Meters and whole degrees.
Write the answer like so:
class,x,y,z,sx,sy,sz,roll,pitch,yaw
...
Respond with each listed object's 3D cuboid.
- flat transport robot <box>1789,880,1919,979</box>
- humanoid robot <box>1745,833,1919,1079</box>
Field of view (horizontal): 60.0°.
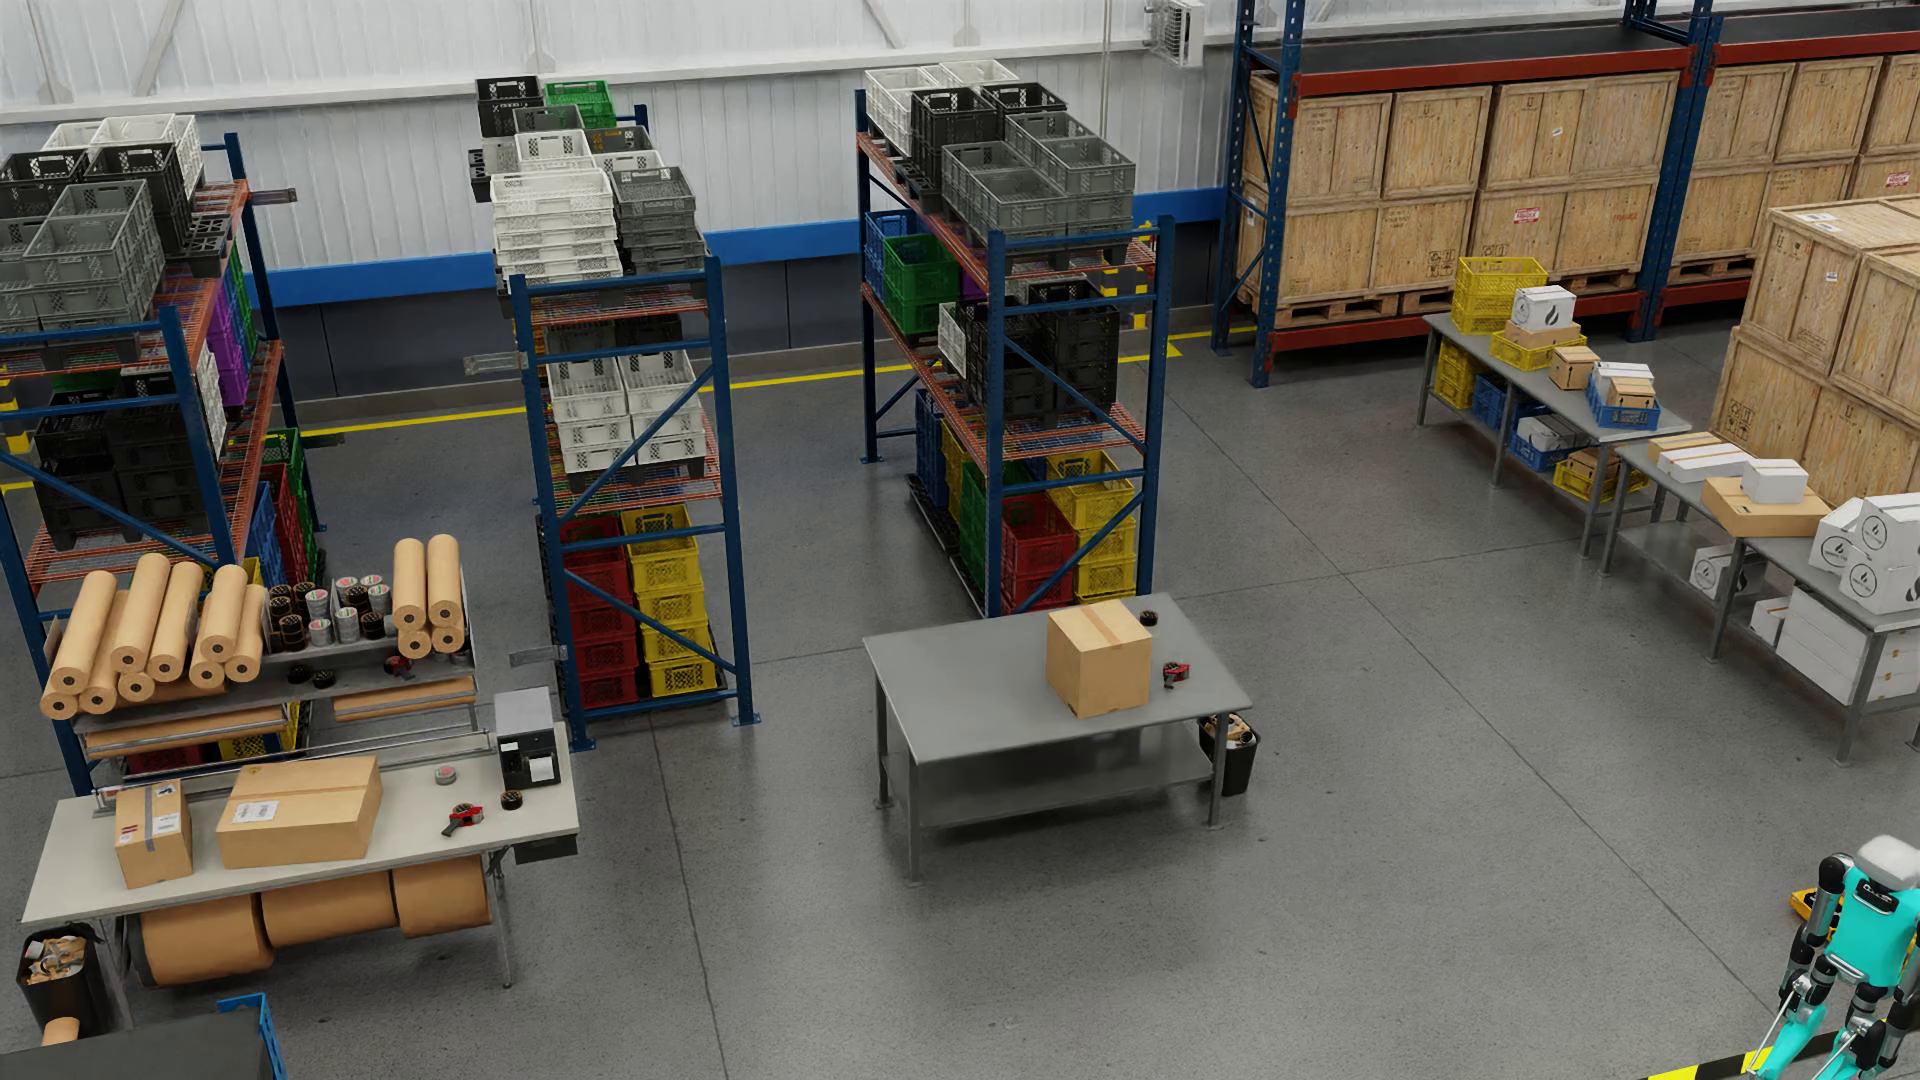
class,x,y,z,sx,sy,sz,roll,pitch,yaw
flat transport robot,5.163,1.916,8.676,1.431,0.231,0.659,-8,30,-14
humanoid robot,3.503,2.011,6.834,0.735,1.681,0.533,-16,33,-27
